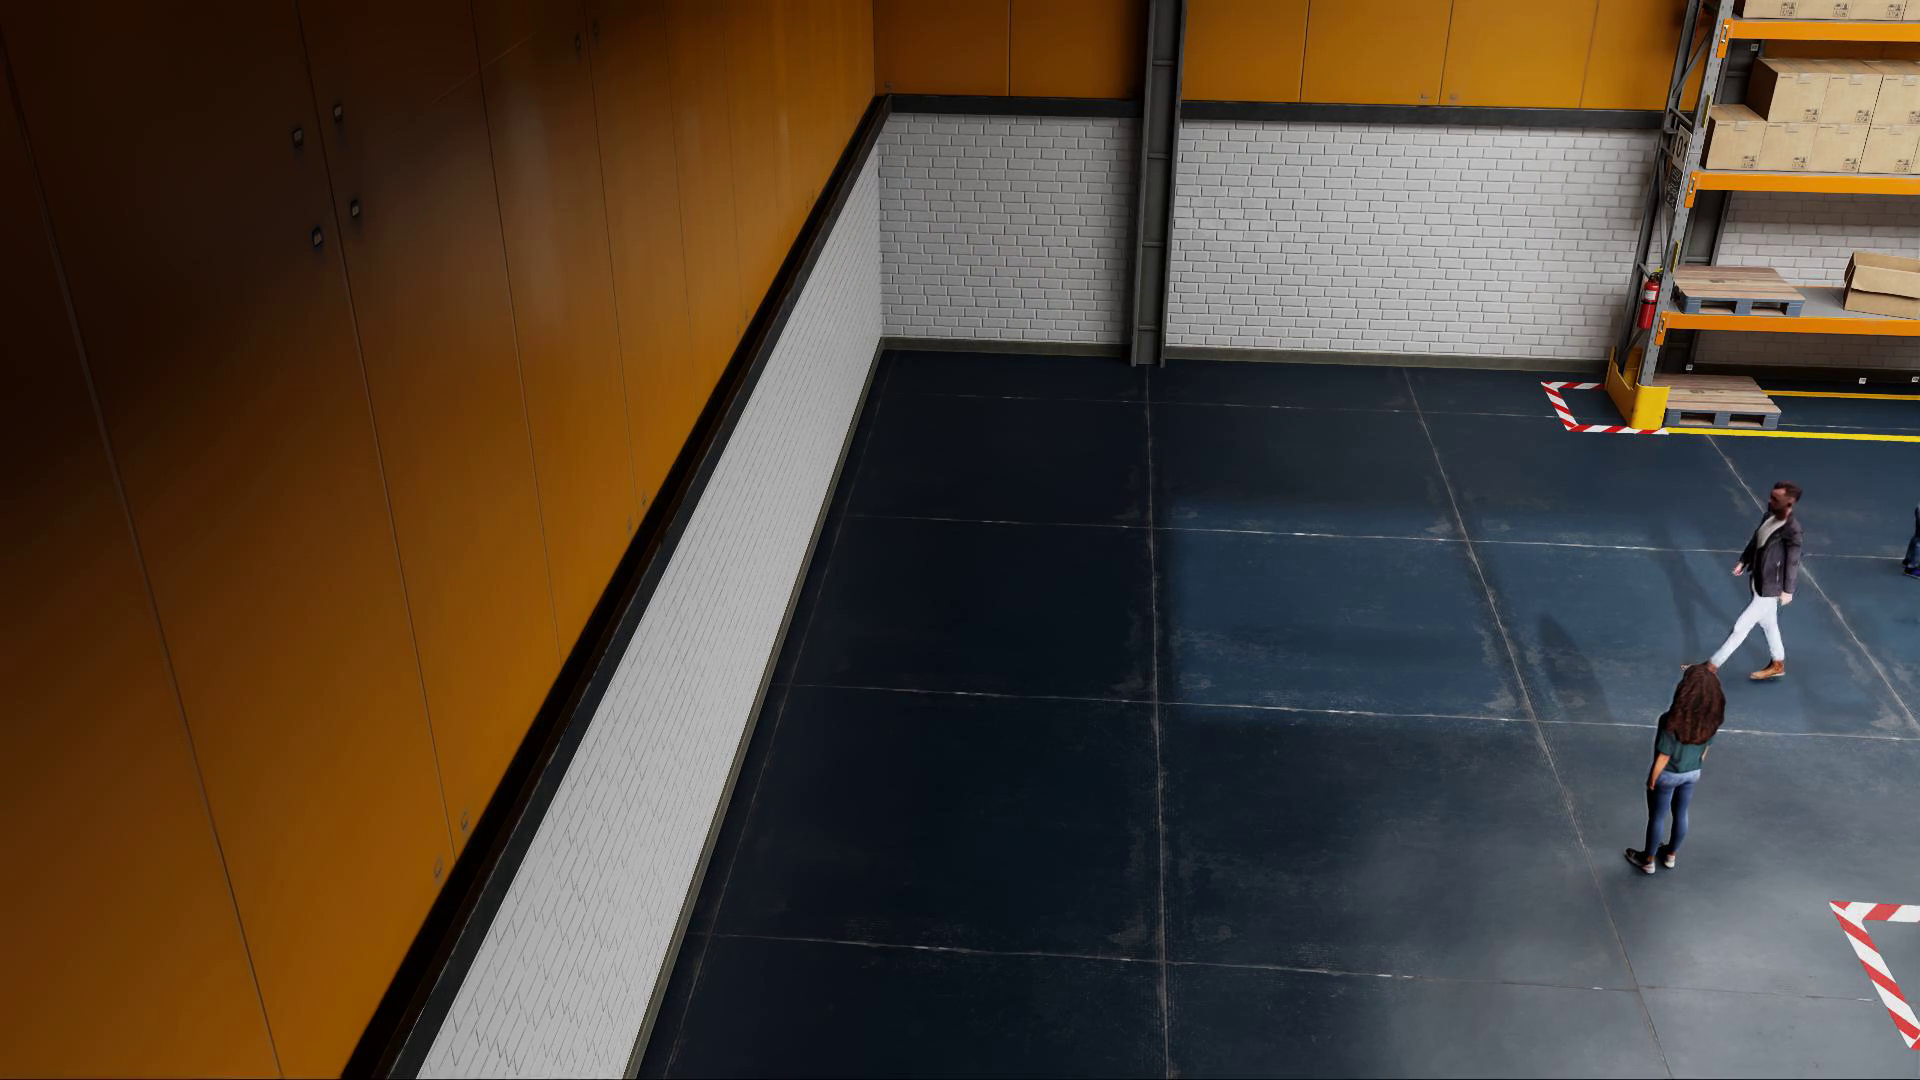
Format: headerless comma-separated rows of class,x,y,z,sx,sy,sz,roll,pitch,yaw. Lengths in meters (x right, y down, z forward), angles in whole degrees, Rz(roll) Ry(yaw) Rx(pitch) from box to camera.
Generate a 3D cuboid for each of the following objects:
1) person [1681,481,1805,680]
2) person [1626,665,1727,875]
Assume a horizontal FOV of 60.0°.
person,6.536,0.366,13.289,1.105,1.801,0.694,1,29,2
person,4.871,1.557,11.298,0.641,1.617,0.742,-8,30,-14
